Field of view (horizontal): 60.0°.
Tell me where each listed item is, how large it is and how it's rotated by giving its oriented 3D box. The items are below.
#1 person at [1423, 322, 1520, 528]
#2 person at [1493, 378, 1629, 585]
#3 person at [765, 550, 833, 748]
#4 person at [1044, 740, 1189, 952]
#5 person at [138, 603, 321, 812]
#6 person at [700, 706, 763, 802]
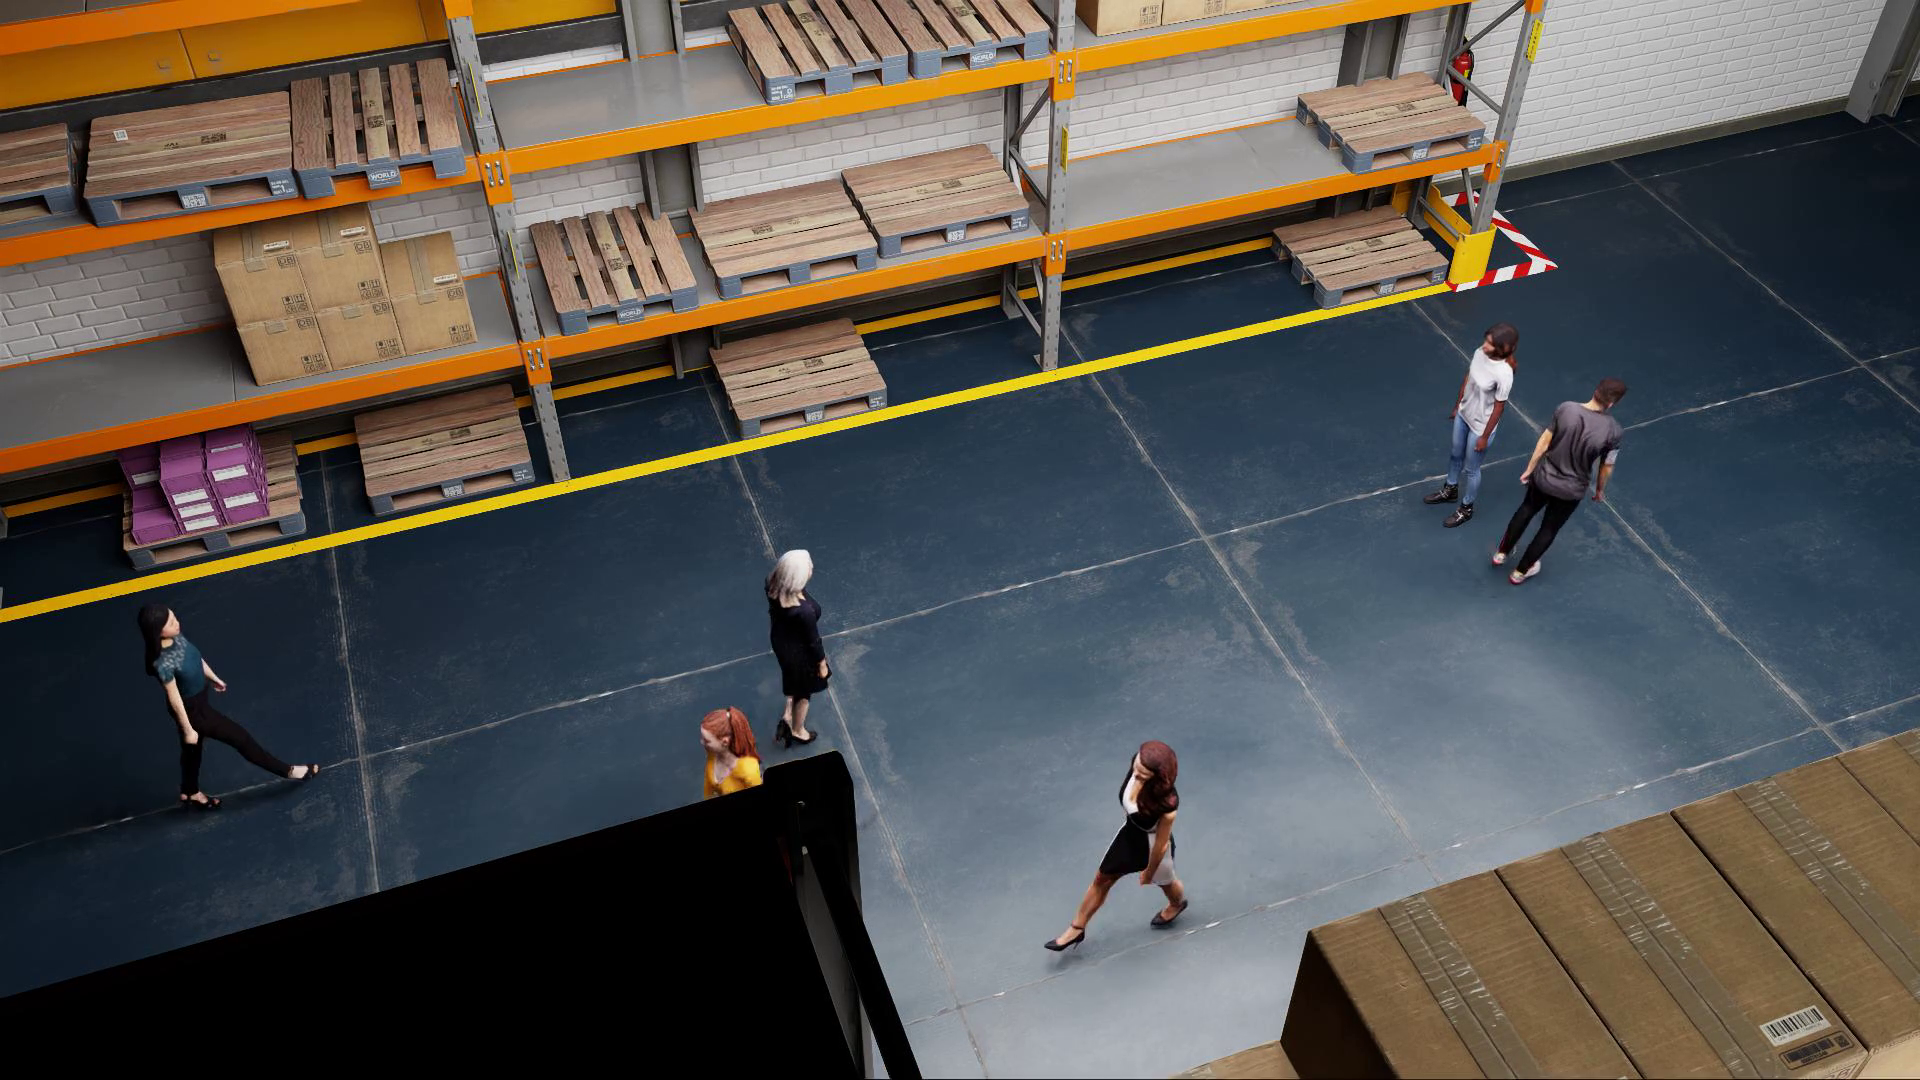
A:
[{"bbox_3d":[3.657,-0.833,11.781,0.528,1.721,0.585,-12,45,-13],"label":"person"},{"bbox_3d":[4.032,-0.371,11.291,0.820,1.727,0.830,19,47,19],"label":"person"},{"bbox_3d":[-1.053,0.737,10.123,0.796,1.734,0.741,-31,52,-29],"label":"person"},{"bbox_3d":[1.103,1.664,9.137,1.152,1.752,0.665,-18,46,-18],"label":"person"},{"bbox_3d":[-4.615,1.027,9.843,1.055,1.700,0.596,-13,45,-14],"label":"person"},{"bbox_3d":[-1.126,1.512,9.336,1.234,1.697,0.864,-31,52,-28],"label":"person"}]
